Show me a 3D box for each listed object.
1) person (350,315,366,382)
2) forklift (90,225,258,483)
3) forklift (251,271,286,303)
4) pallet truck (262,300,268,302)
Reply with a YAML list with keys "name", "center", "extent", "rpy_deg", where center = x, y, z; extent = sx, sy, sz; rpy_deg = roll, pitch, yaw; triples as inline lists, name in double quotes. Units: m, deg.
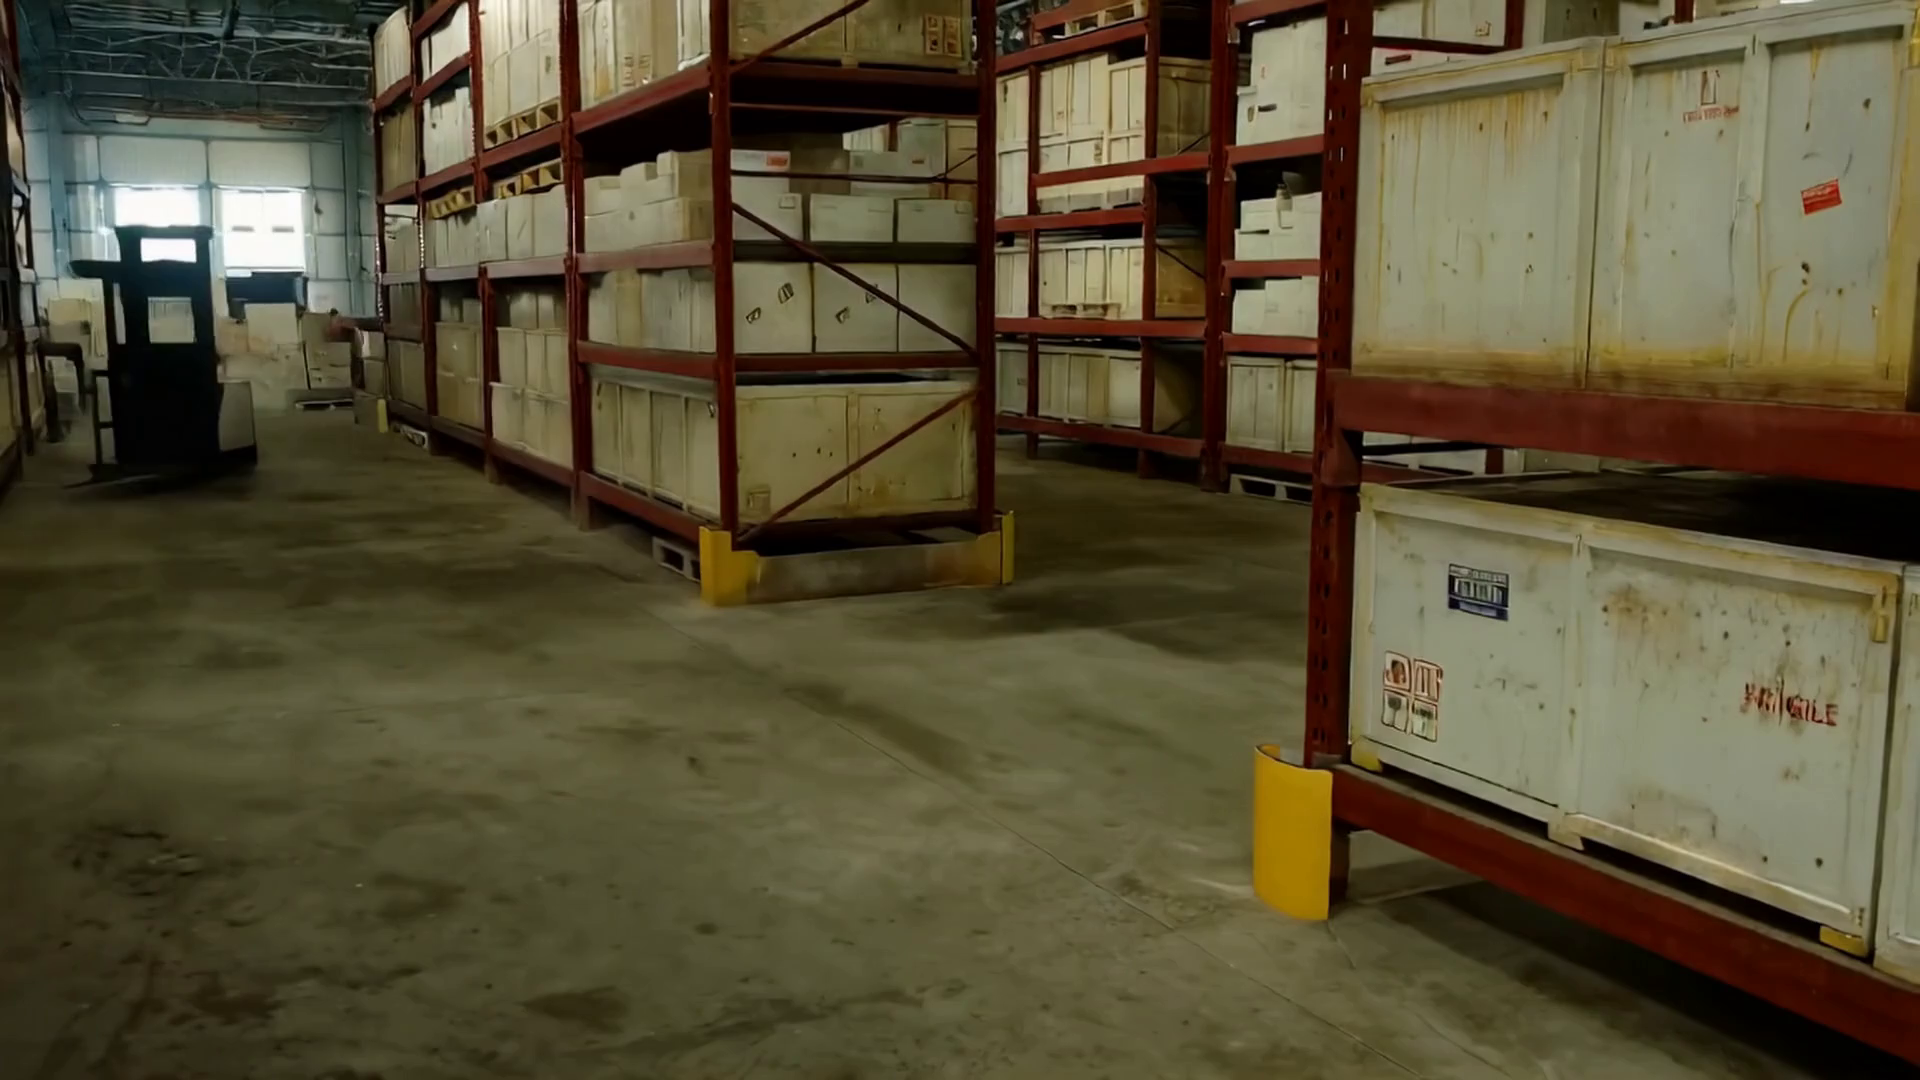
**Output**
- name: "person"
  center: [-14.475, -4.591, 40.066]
  extent: [0.378, 1.627, 0.520]
  rpy_deg: [0, 8, 0]
- name: "forklift"
  center: [-8.788, -2.100, 18.572]
  extent: [1.129, 2.768, 1.873]
  rpy_deg: [0, 8, -1]
- name: "forklift"
  center: [-20.376, -6.535, 49.152]
  extent: [1.873, 2.768, 1.129]
  rpy_deg: [6, 10, 35]
- name: "pallet truck"
  center: [-23.913, -7.404, 58.171]
  extent: [1.885, 1.965, 0.823]
  rpy_deg: [-1, 8, -9]
